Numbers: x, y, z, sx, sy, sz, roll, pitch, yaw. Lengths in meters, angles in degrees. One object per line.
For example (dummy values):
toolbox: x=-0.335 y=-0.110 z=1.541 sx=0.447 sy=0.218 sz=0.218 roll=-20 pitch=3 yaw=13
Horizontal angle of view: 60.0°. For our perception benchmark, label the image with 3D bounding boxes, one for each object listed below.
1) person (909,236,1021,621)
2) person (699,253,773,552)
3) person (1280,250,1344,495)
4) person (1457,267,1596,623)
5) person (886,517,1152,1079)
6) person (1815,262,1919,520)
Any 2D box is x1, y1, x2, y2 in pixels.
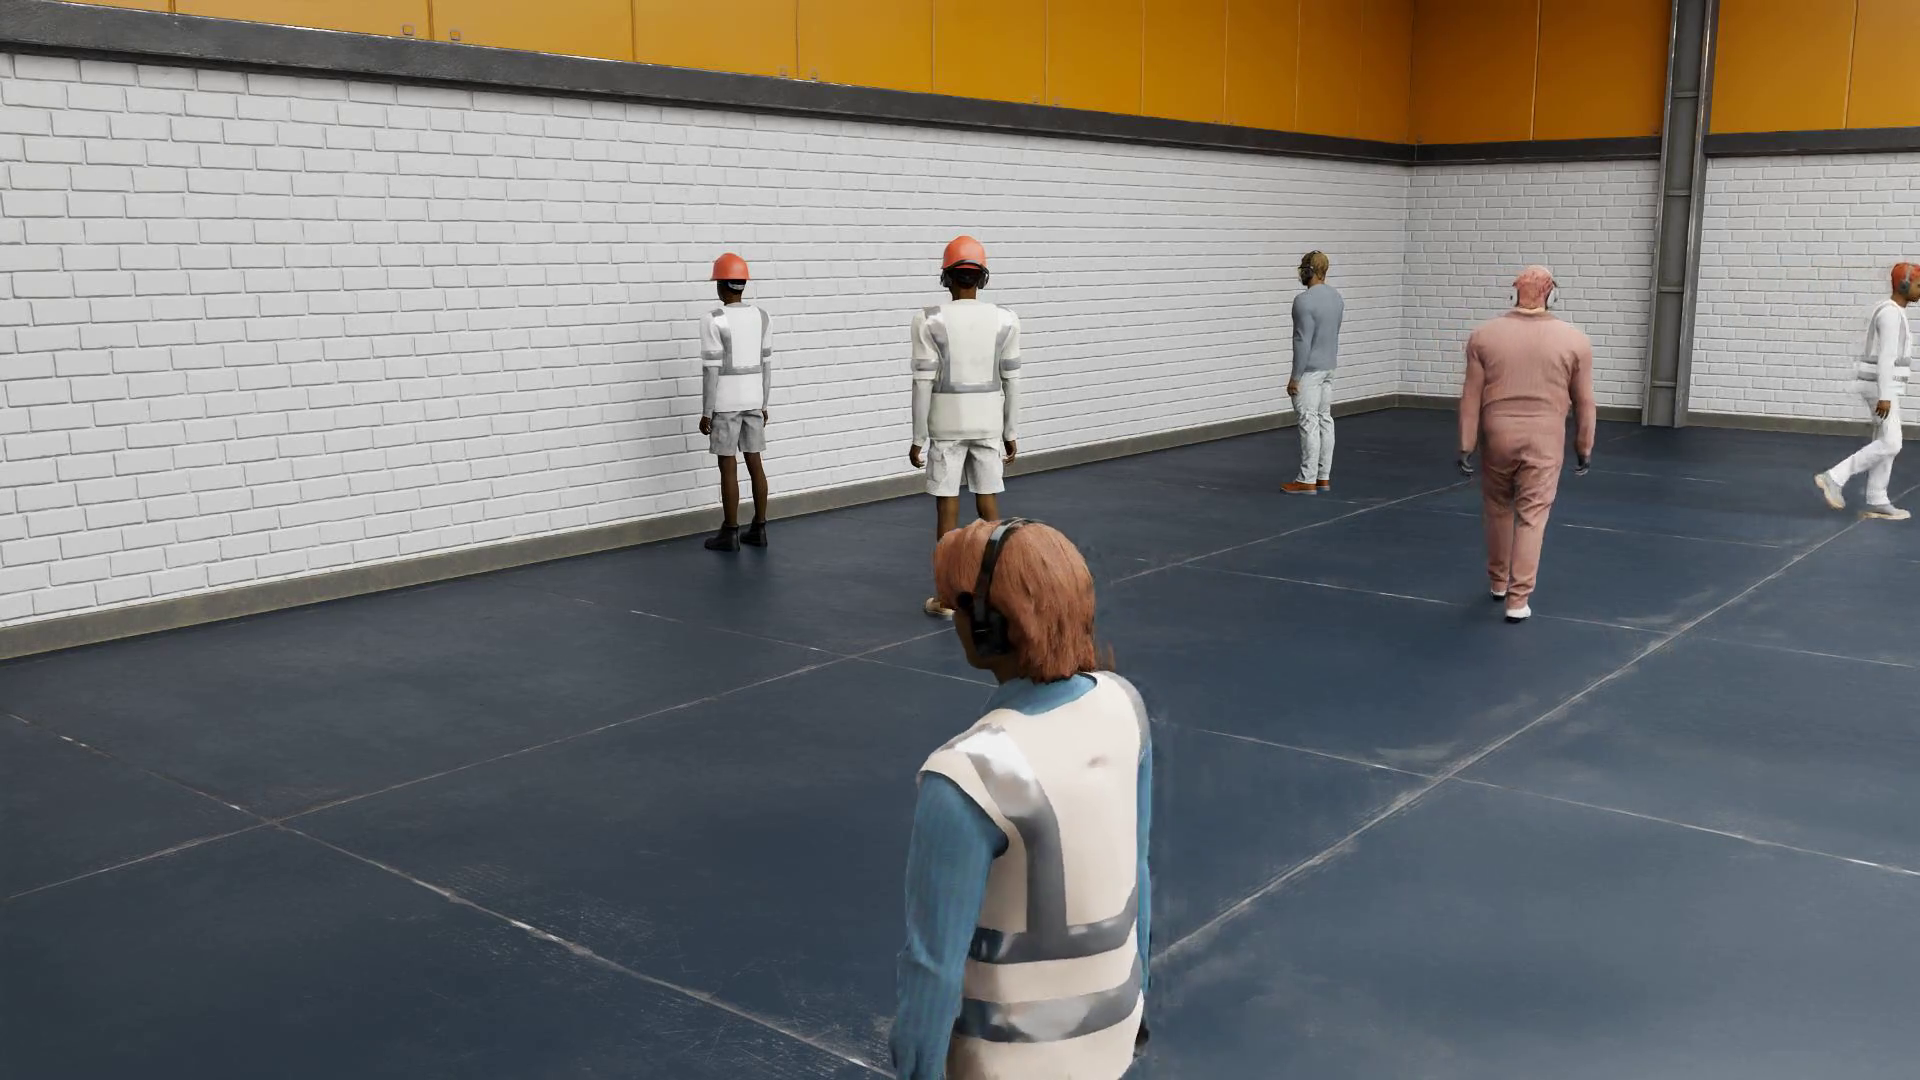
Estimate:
person: x=0.016 y=-0.591 z=8.896 sx=0.615 sy=2.042 sz=0.375 roll=-3 pitch=11 yaw=-18
person: x=-1.475 y=-0.891 z=10.855 sx=0.355 sy=1.938 sz=0.545 roll=10 pitch=14 yaw=44
person: x=2.815 y=-1.333 z=13.301 sx=0.367 sy=1.939 sz=0.635 roll=8 pitch=13 yaw=38
person: x=3.091 y=-0.533 z=9.042 sx=0.681 sy=1.865 sz=0.915 roll=5 pitch=11 yaw=25
person: x=0.091 y=0.768 z=2.507 sx=0.375 sy=1.623 sz=0.544 roll=7 pitch=12 yaw=35
person: x=6.647 y=-1.075 z=12.066 sx=0.519 sy=1.866 sz=0.590 roll=7 pitch=12 yaw=33
